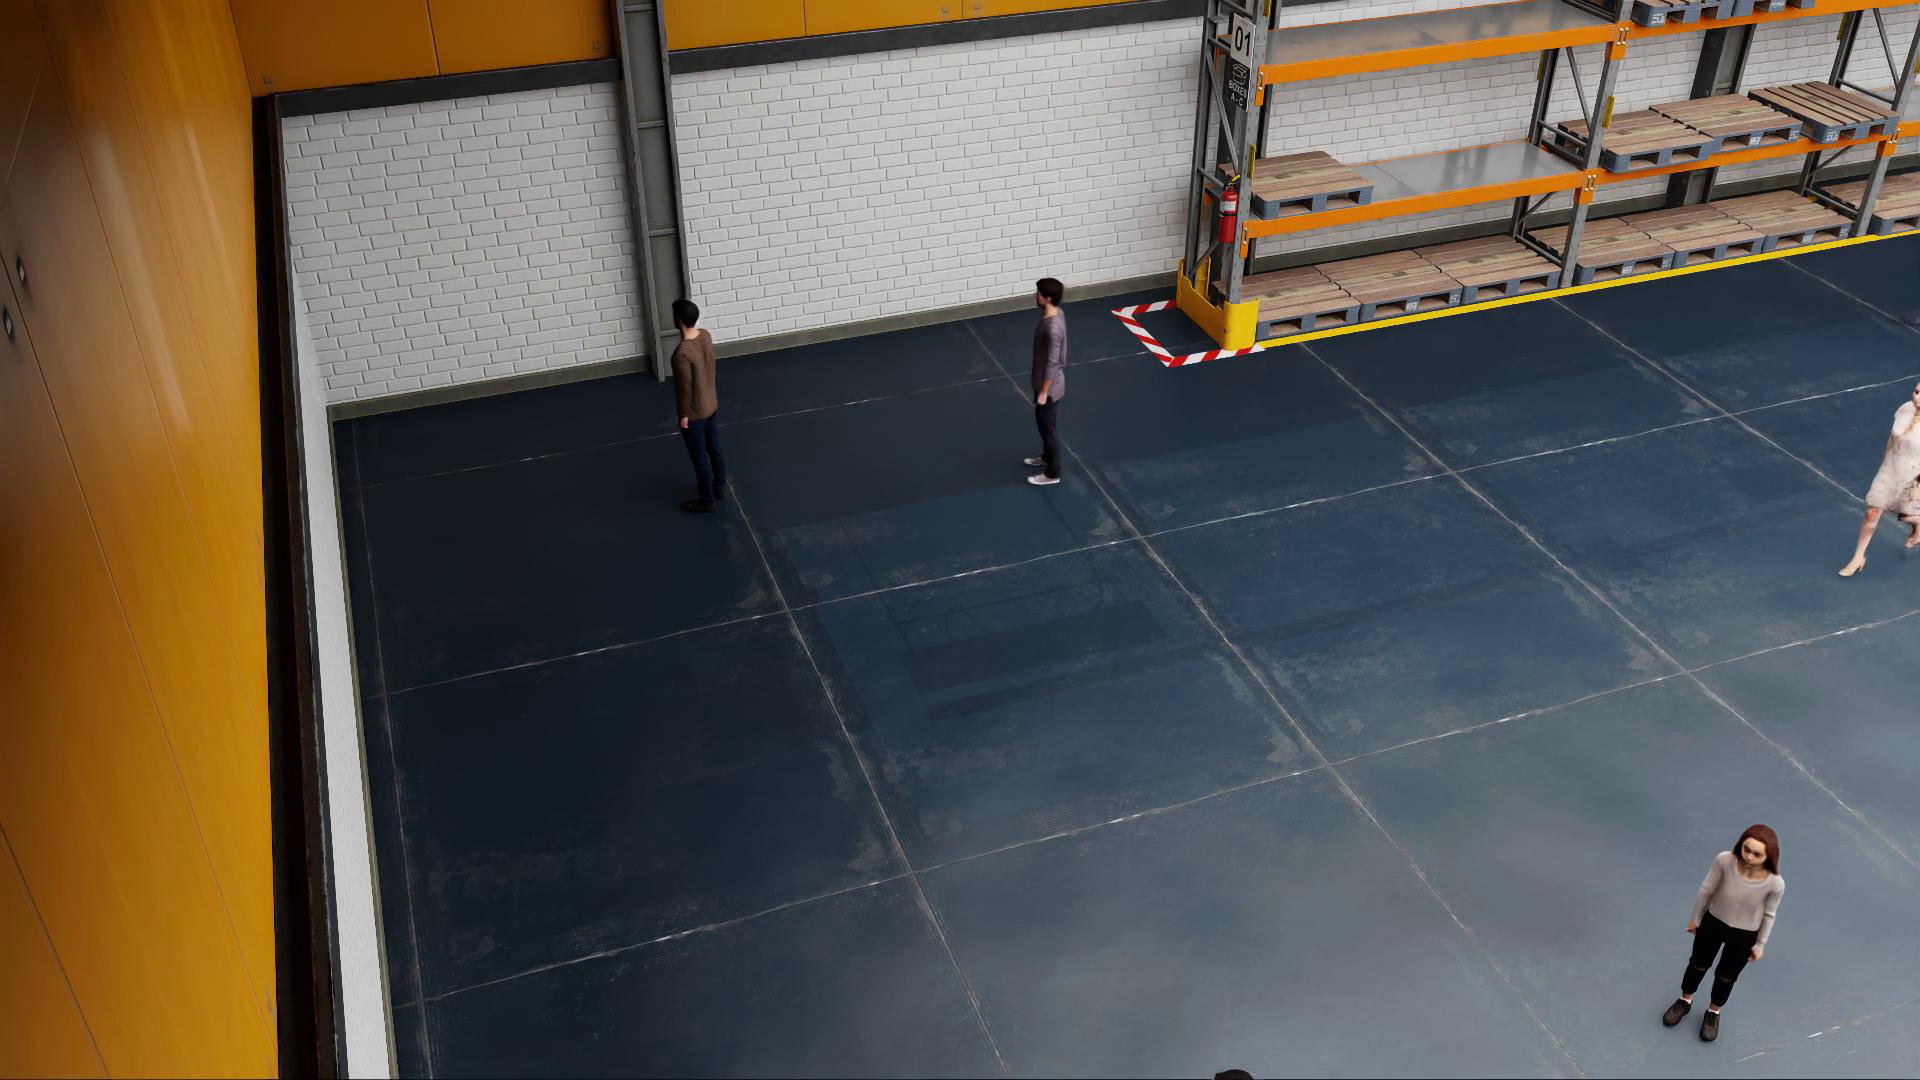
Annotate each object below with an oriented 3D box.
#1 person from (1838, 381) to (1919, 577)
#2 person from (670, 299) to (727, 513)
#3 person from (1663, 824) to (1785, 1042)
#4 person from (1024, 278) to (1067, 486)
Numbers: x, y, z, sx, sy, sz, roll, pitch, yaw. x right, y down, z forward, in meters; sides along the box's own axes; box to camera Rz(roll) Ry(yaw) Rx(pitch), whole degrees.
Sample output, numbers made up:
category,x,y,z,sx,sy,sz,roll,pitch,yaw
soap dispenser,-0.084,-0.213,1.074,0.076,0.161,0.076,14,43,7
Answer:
category,x,y,z,sx,sy,sz,roll,pitch,yaw
person,7.340,-0.486,12.839,1.113,1.710,0.702,-16,37,-23
person,-2.149,-1.098,13.600,0.762,1.887,0.732,10,35,15
person,4.216,2.124,9.115,0.624,1.485,0.654,21,39,28
person,0.761,-1.338,13.993,0.687,1.851,0.753,0,34,1
